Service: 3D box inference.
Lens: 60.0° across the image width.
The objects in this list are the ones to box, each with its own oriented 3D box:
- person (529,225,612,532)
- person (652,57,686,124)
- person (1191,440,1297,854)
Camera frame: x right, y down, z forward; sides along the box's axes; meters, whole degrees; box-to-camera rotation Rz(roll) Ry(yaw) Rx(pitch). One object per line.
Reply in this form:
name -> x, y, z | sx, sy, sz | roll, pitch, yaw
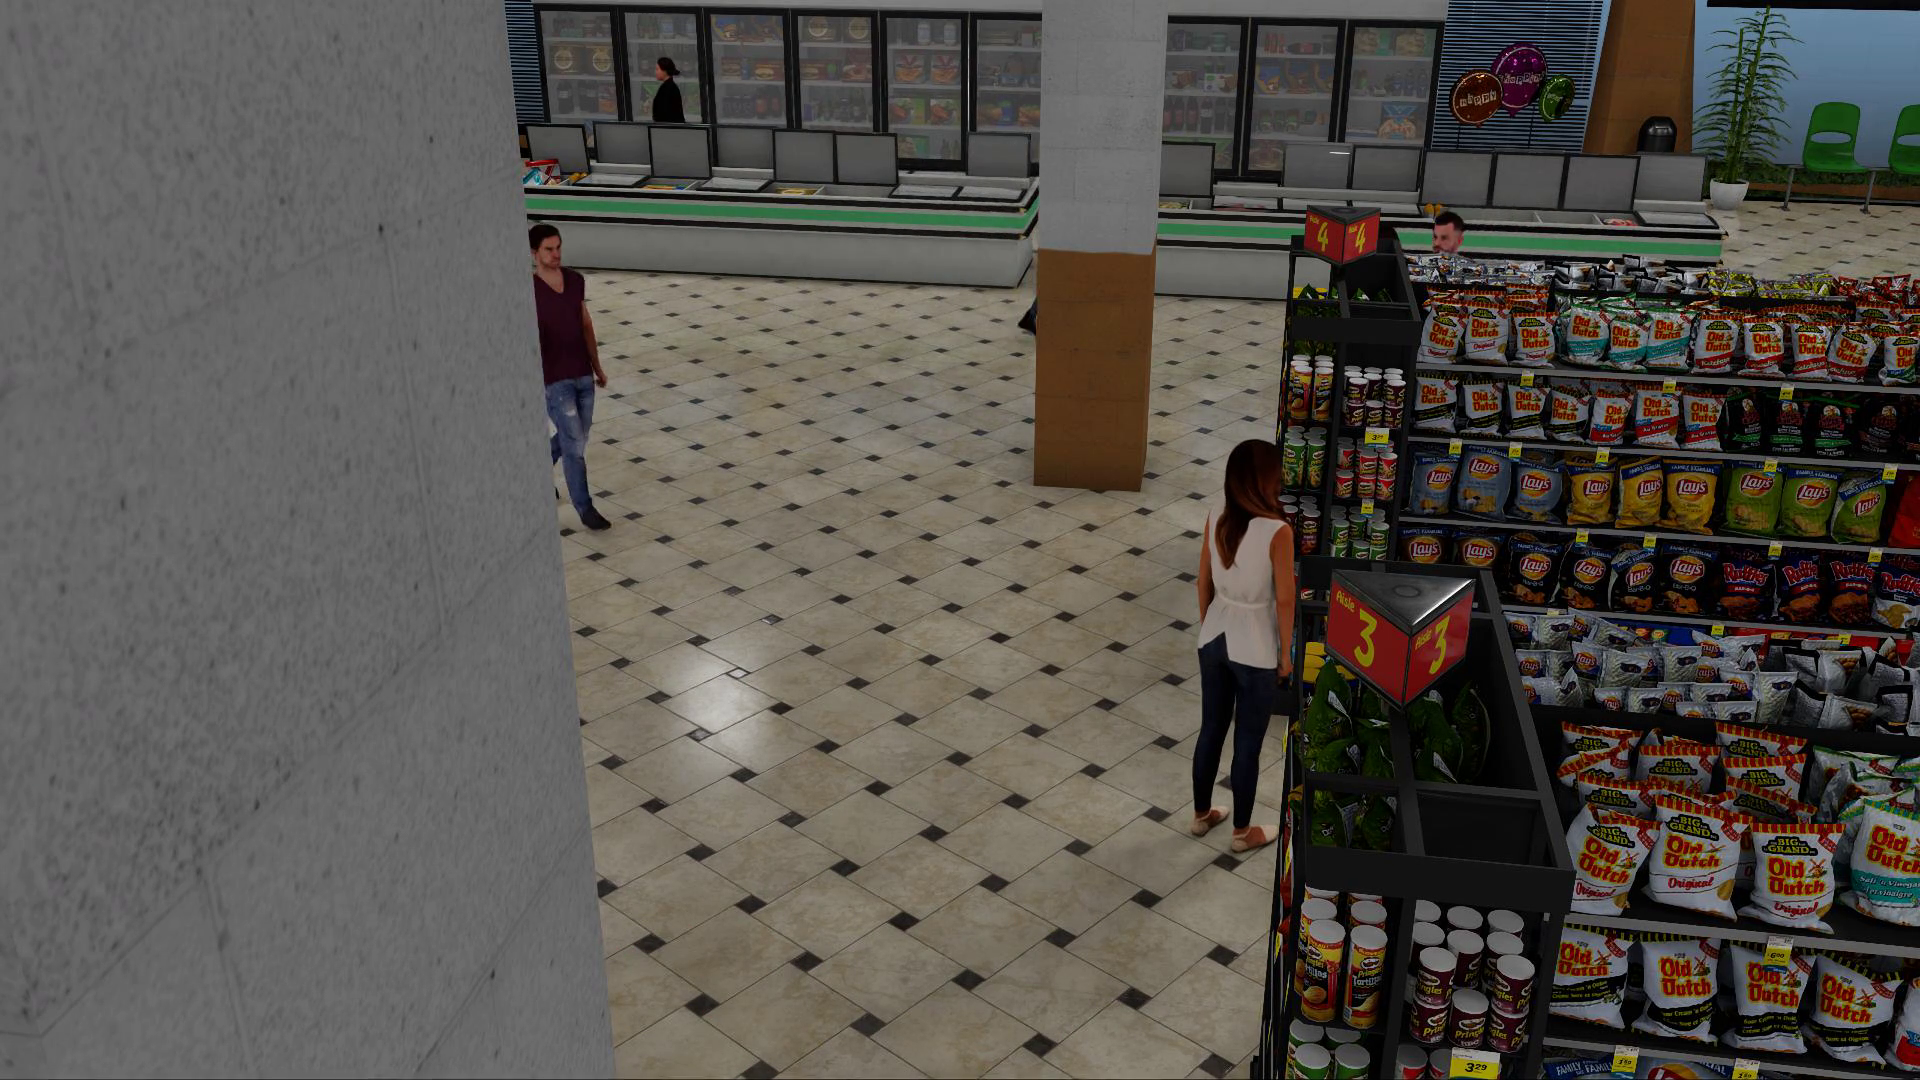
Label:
person -> -2.444, -1.005, 10.035 | 1.234, 1.823, 1.011 | 17, 29, 34
person -> -2.914, -4.151, 17.406 | 1.164, 1.677, 0.822 | -1, 24, -3
person -> 1.134, 0.441, 6.781 | 0.746, 1.784, 0.652 | -22, 32, -40
